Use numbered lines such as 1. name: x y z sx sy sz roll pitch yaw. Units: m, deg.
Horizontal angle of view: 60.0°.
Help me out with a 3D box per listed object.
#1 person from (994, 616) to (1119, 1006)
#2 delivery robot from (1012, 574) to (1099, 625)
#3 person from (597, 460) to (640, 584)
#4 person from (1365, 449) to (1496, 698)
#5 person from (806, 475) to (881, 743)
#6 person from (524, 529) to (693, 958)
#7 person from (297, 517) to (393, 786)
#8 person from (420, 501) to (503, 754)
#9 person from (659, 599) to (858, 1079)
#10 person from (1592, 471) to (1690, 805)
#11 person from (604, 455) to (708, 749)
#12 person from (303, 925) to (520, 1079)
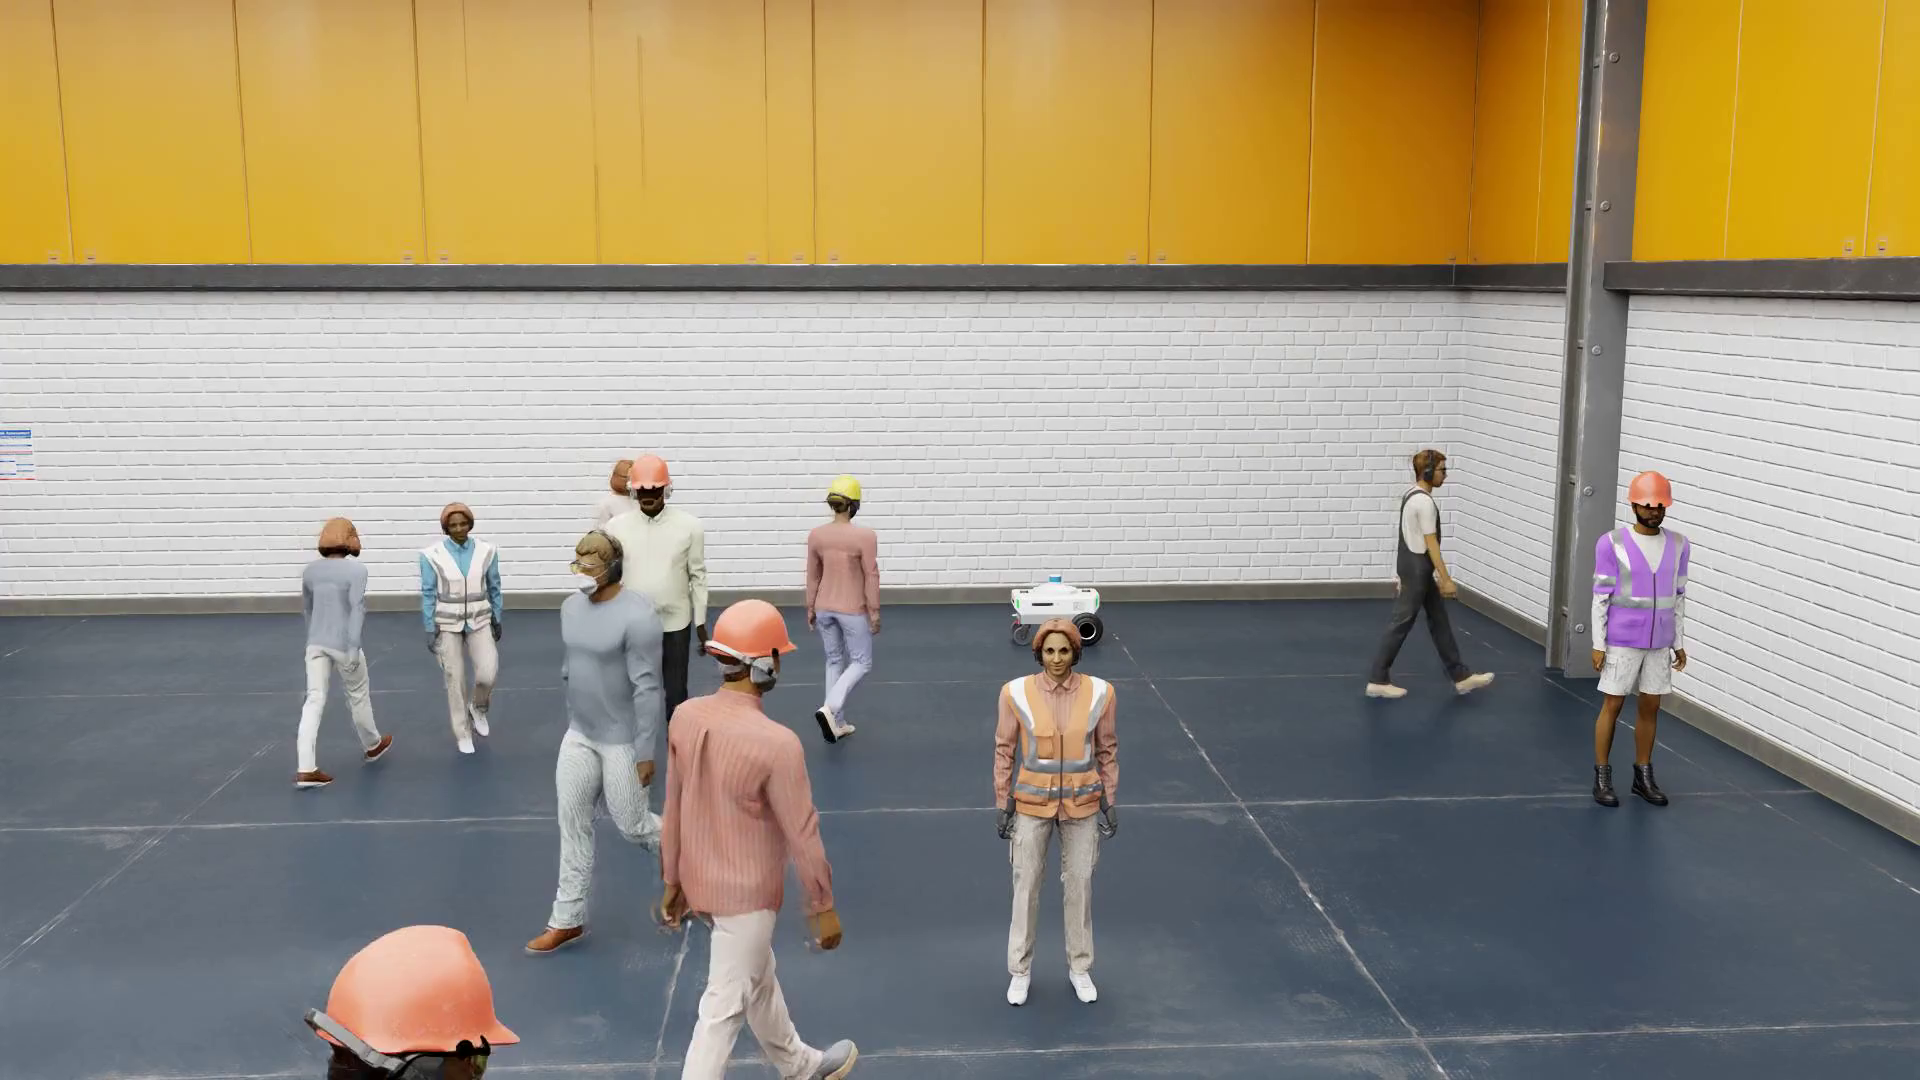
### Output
1. person: 0.401 1.122 6.925 0.524 1.639 0.308 -1 9 -4
2. delivery robot: 0.784 0.528 13.759 0.707 0.478 0.477 -1 9 -4
3. person: -2.603 0.153 13.161 0.843 1.585 0.514 8 12 39
4. person: 3.369 0.257 11.863 0.928 1.797 0.521 2 9 12
5. person: -0.787 0.463 10.697 0.552 1.747 0.587 5 10 29
6. person: -1.577 0.887 7.569 0.643 1.913 0.880 7 12 38
7. person: -3.782 0.654 10.079 0.504 1.560 0.918 2 9 15
8. person: -3.155 0.554 10.566 0.517 1.624 0.397 -5 10 -29
9. person: -0.644 1.163 5.673 0.984 1.945 0.649 -8 12 -42
10. person: 3.889 0.565 9.493 0.553 1.935 0.364 -1 9 -4
11. person: -1.810 0.488 9.856 0.635 1.987 0.426 -1 9 -6
12. person: -0.982 1.626 2.737 1.016 1.962 0.620 -5 10 -28
